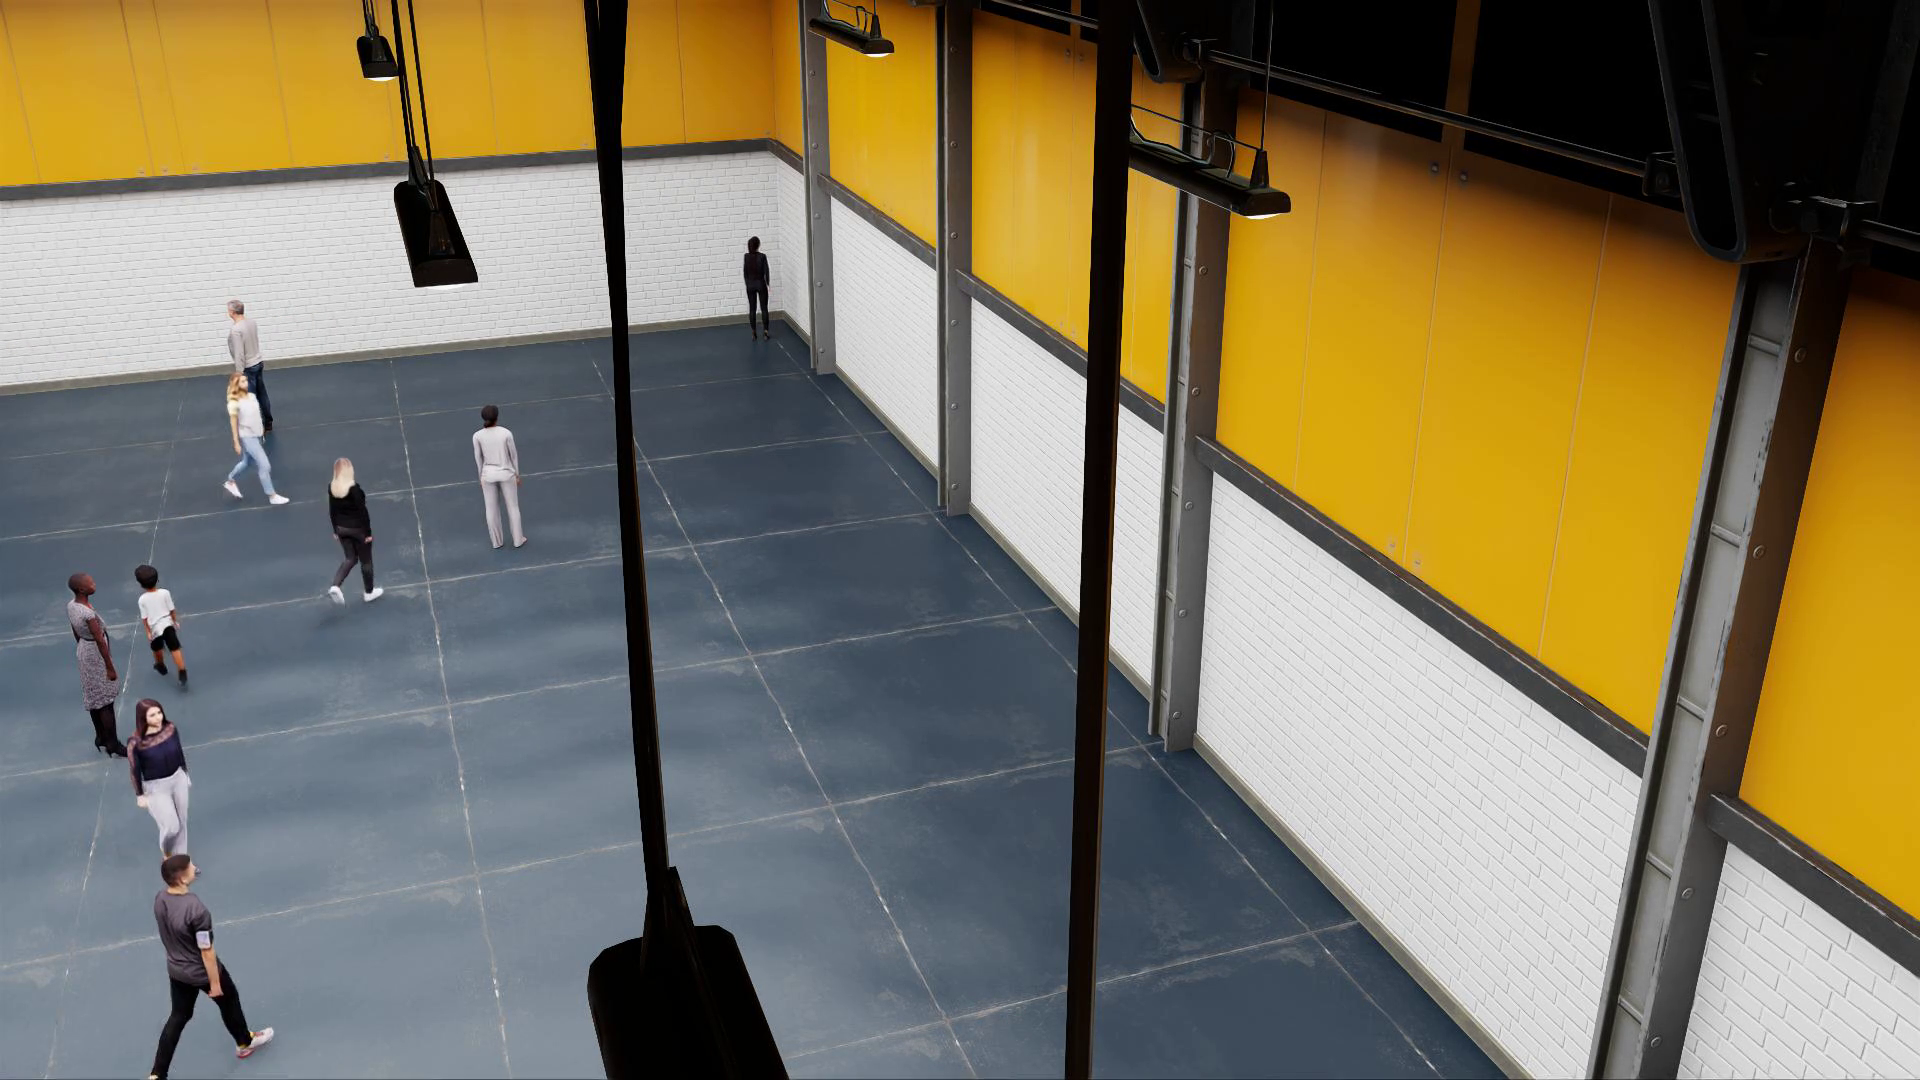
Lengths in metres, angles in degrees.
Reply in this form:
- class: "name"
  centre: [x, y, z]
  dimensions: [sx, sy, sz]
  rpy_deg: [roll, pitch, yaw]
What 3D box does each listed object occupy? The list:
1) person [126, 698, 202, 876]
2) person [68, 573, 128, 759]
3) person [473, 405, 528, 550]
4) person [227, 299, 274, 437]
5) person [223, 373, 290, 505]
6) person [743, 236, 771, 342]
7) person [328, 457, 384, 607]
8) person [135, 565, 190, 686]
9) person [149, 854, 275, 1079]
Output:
- class: "person"
  centre: [-6.403, 1.979, 13.303]
  dimensions: [0.765, 1.602, 0.707]
  rpy_deg: [11, 26, 24]
- class: "person"
  centre: [-7.808, 1.124, 15.028]
  dimensions: [0.648, 1.787, 0.770]
  rpy_deg: [18, 30, 36]
- class: "person"
  centre: [-5.369, -0.740, 19.357]
  dimensions: [0.672, 1.737, 0.618]
  rpy_deg: [-3, 24, -7]
- class: "person"
  centre: [-9.789, -2.383, 22.899]
  dimensions: [0.894, 1.909, 0.740]
  rpy_deg: [2, 24, 5]
- class: "person"
  centre: [-8.843, -1.237, 20.547]
  dimensions: [1.080, 1.694, 1.149]
  rpy_deg: [5, 24, 11]
- class: "person"
  centre: [-3.303, -4.107, 27.092]
  dimensions: [0.640, 1.711, 0.649]
  rpy_deg: [5, 24, 11]
- class: "person"
  centre: [-6.578, -0.043, 17.850]
  dimensions: [0.952, 1.666, 1.029]
  rpy_deg: [9, 25, 21]
- class: "person"
  centre: [-7.825, 0.856, 16.324]
  dimensions: [0.755, 1.241, 0.969]
  rpy_deg: [-21, 31, -40]
- class: "person"
  centre: [-5.156, 2.896, 11.041]
  dimensions: [1.142, 1.735, 1.180]
  rpy_deg: [11, 26, 24]
